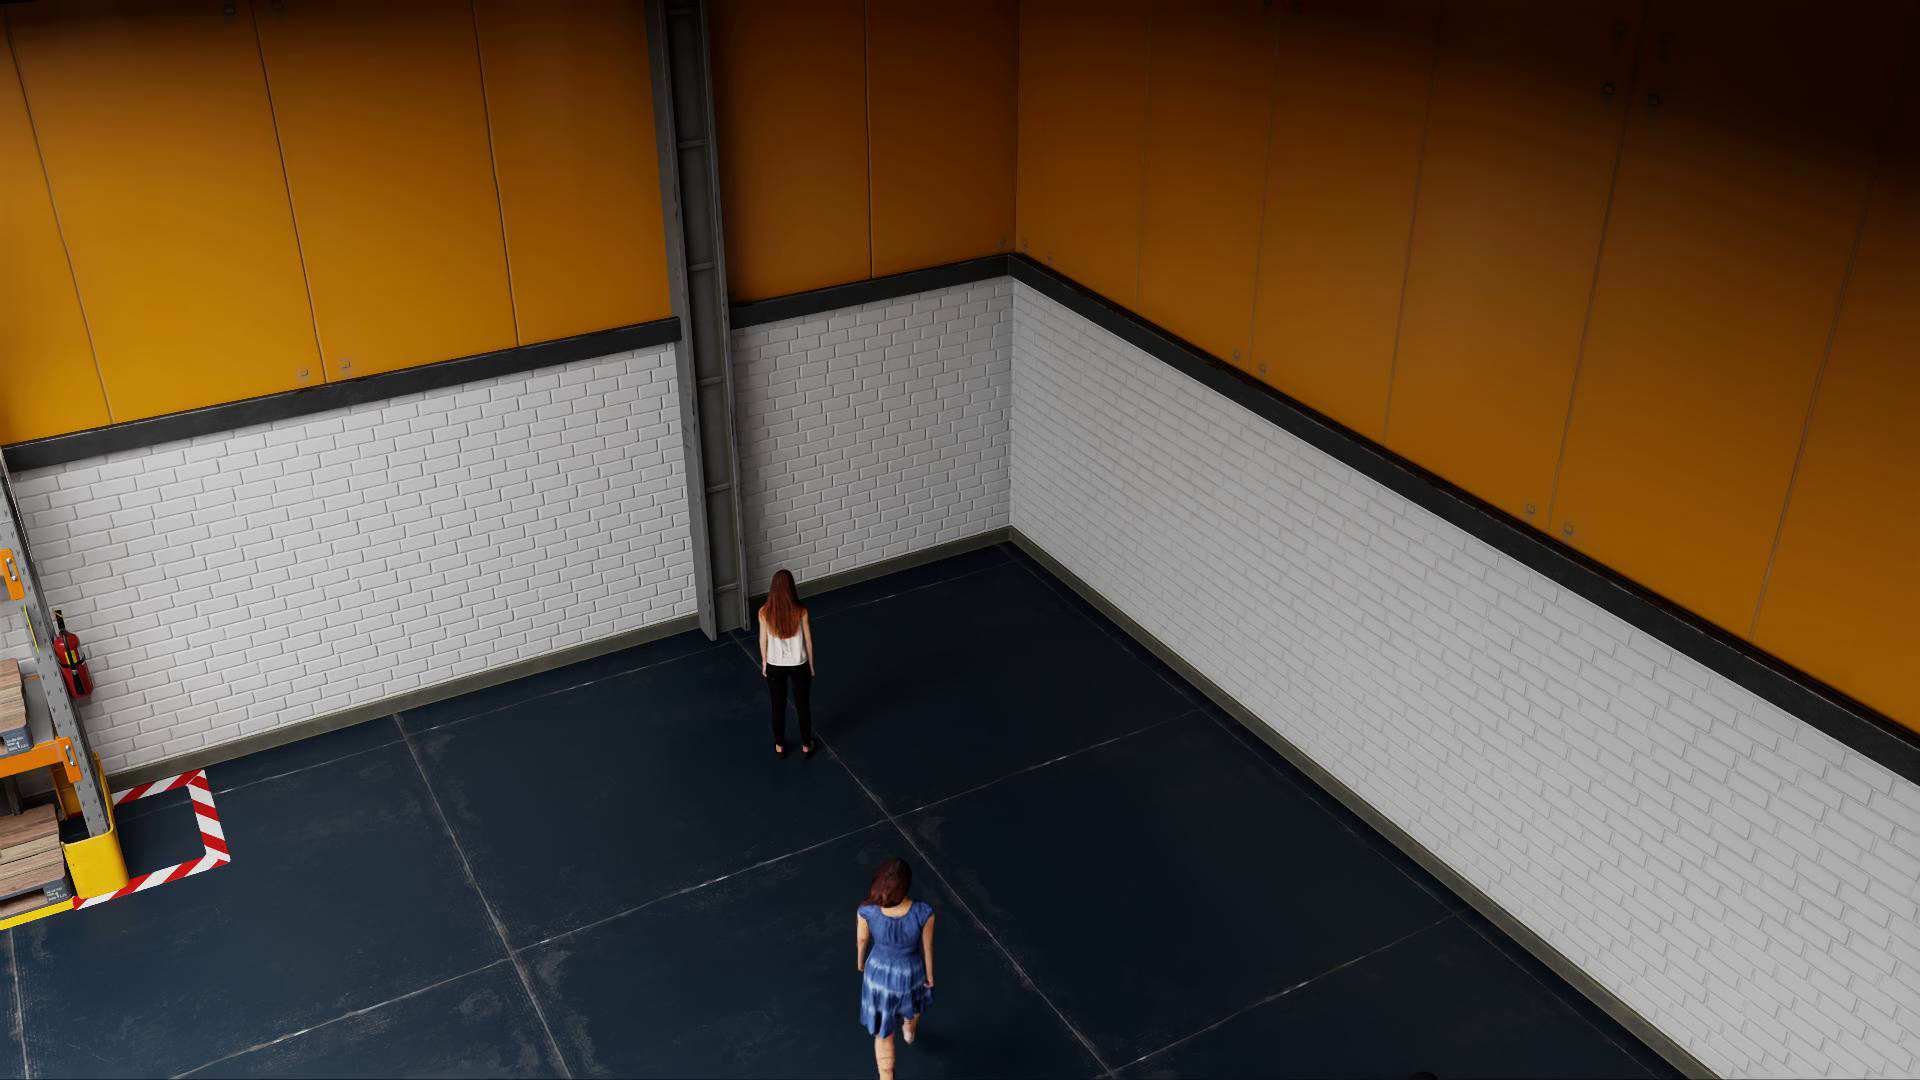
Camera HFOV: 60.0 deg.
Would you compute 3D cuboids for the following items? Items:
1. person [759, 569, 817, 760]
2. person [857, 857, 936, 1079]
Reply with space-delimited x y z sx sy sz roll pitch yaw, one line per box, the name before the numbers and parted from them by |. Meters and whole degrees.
person | -1.368 0.995 13.251 0.592 1.722 0.706 -1 29 -1
person | -0.392 2.730 10.033 1.144 1.757 0.997 -3 29 -5
